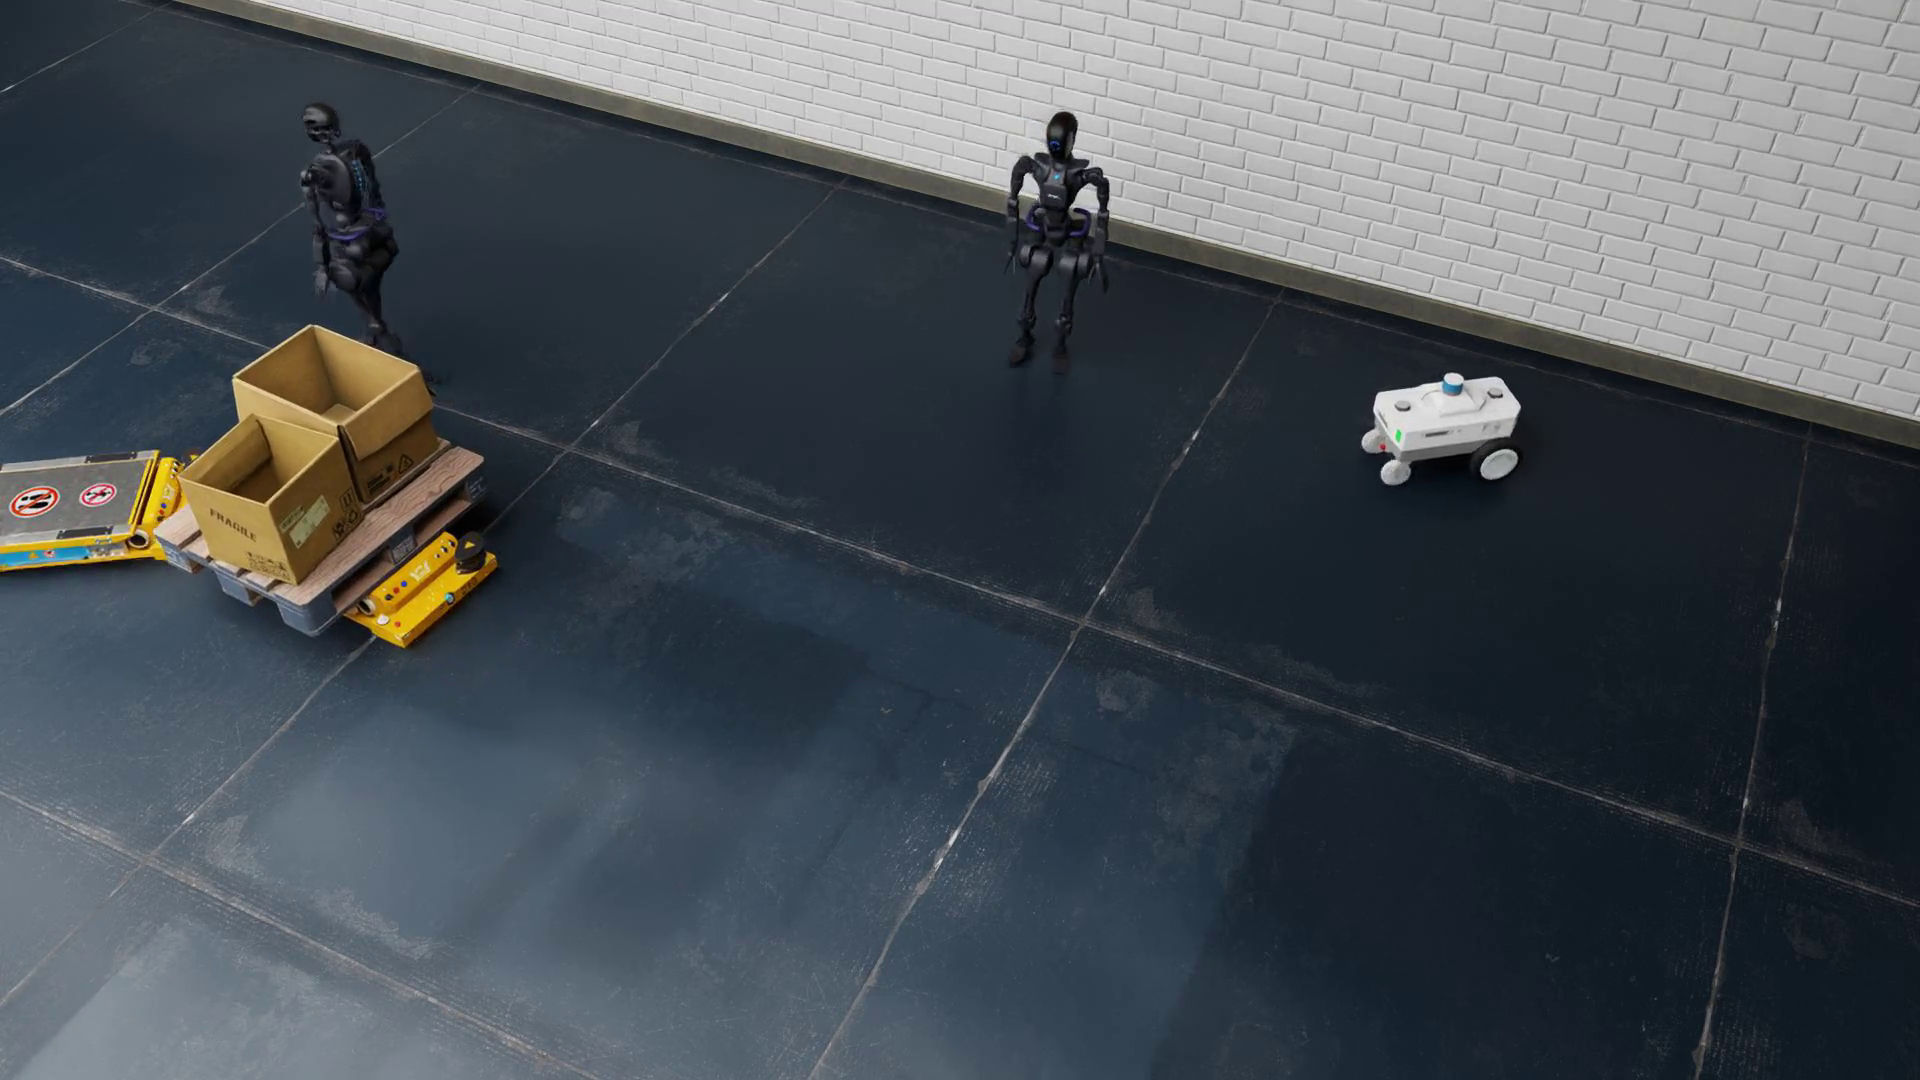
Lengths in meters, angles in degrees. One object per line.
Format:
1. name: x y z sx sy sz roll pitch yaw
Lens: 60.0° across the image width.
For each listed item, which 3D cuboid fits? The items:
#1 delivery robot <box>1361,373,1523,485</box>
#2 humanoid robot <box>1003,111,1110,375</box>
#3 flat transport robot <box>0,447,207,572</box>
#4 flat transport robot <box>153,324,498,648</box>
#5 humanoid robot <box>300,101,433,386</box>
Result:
1. delivery robot: 2.532 -0.619 8.691 0.746 0.565 0.499 -8 43 -9
2. humanoid robot: 0.527 -1.581 8.934 0.600 1.642 0.405 10 44 10
3. flat transport robot: -4.540 -0.126 8.391 1.431 0.231 0.659 -6 43 -6
4. flat transport robot: -3.056 0.015 8.239 1.431 0.231 0.659 22 47 22
5. humanoid robot: -3.234 -1.553 8.932 0.685 1.644 0.611 14 45 15
